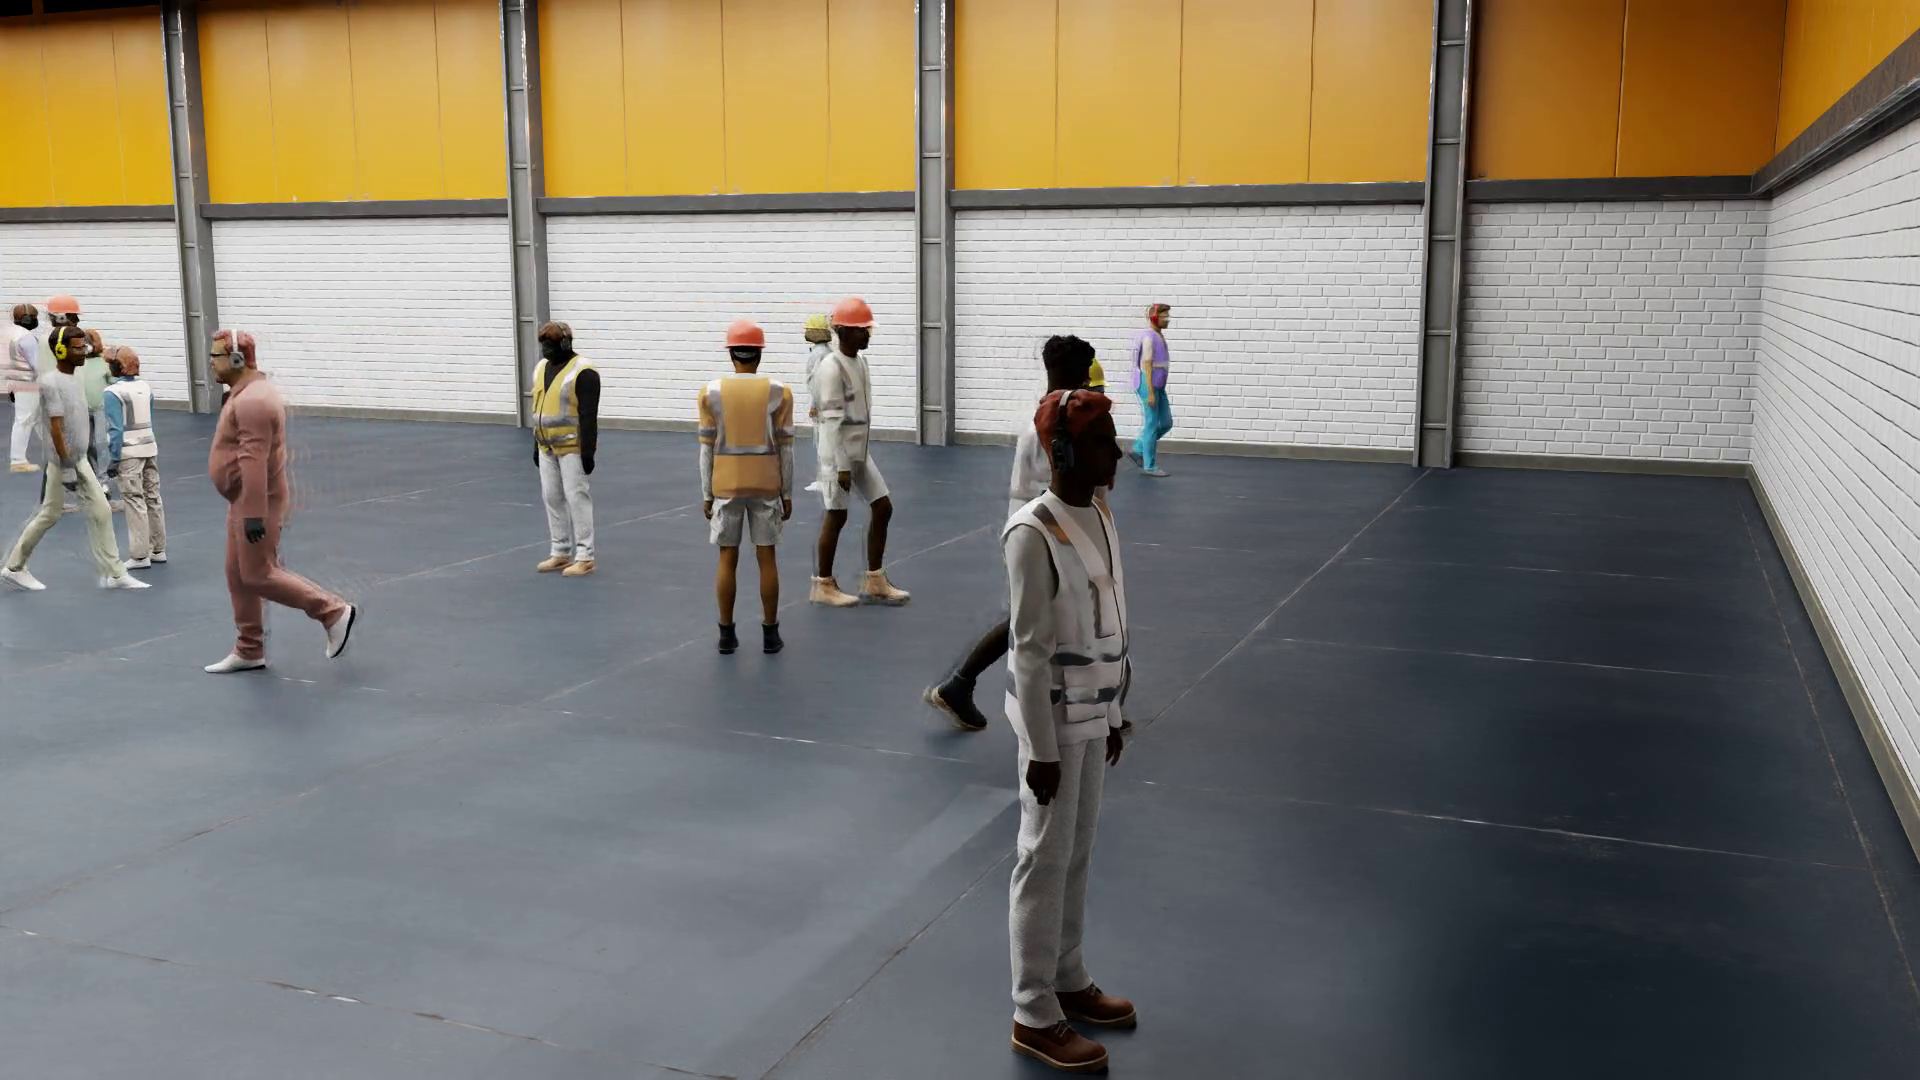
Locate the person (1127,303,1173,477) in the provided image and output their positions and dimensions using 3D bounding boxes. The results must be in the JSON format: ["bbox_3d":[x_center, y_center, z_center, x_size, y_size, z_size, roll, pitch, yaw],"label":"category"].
[{"bbox_3d":[2.026,-1.572,17.503,0.442,1.833,0.582,4,10,23],"label":"person"}]

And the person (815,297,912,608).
[{"bbox_3d":[-0.618,-0.543,10.699,0.769,2.014,0.629,4,10,21],"label":"person"}]

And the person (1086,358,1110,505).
[{"bbox_3d":[0.622,-0.070,8.596,0.315,1.770,0.524,6,11,34],"label":"person"}]

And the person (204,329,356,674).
[{"bbox_3d":[-3.765,-0.207,9.062,0.693,1.886,0.664,-5,11,-27],"label":"person"}]

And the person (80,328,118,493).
[{"bbox_3d":[-8.473,-1.276,16.336,0.495,1.618,0.632,-1,9,-7],"label":"person"}]

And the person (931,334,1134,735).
[{"bbox_3d":[0.322,-0.007,7.807,0.932,1.914,0.629,0,9,2],"label":"person"}]

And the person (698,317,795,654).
[{"bbox_3d":[-1.215,-0.303,9.540,0.541,1.929,0.387,-1,9,-7],"label":"person"}]

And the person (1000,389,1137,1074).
[{"bbox_3d":[0.313,0.518,4.678,0.356,1.884,0.574,4,10,23],"label":"person"}]

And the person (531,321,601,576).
[{"bbox_3d":[-2.832,-0.653,11.962,0.642,1.827,0.432,7,12,37],"label":"person"}]

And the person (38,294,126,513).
[{"bbox_3d":[-7.937,-1.204,14.879,0.676,1.980,0.636,-4,10,-23],"label":"person"}]

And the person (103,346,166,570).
[{"bbox_3d":[-6.065,-0.601,12.192,0.315,1.640,0.514,1,9,6],"label":"person"}]

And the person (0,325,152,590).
[{"bbox_3d":[-6.118,-0.535,11.331,0.969,1.841,0.529,0,9,-2],"label":"person"}]

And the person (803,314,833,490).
[{"bbox_3d":[-1.400,-1.361,16.487,0.304,1.745,0.483,2,9,9],"label":"person"}]

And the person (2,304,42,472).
[{"bbox_3d":[-9.973,-1.647,18.044,0.805,1.810,0.634,-8,12,-40],"label":"person"}]
